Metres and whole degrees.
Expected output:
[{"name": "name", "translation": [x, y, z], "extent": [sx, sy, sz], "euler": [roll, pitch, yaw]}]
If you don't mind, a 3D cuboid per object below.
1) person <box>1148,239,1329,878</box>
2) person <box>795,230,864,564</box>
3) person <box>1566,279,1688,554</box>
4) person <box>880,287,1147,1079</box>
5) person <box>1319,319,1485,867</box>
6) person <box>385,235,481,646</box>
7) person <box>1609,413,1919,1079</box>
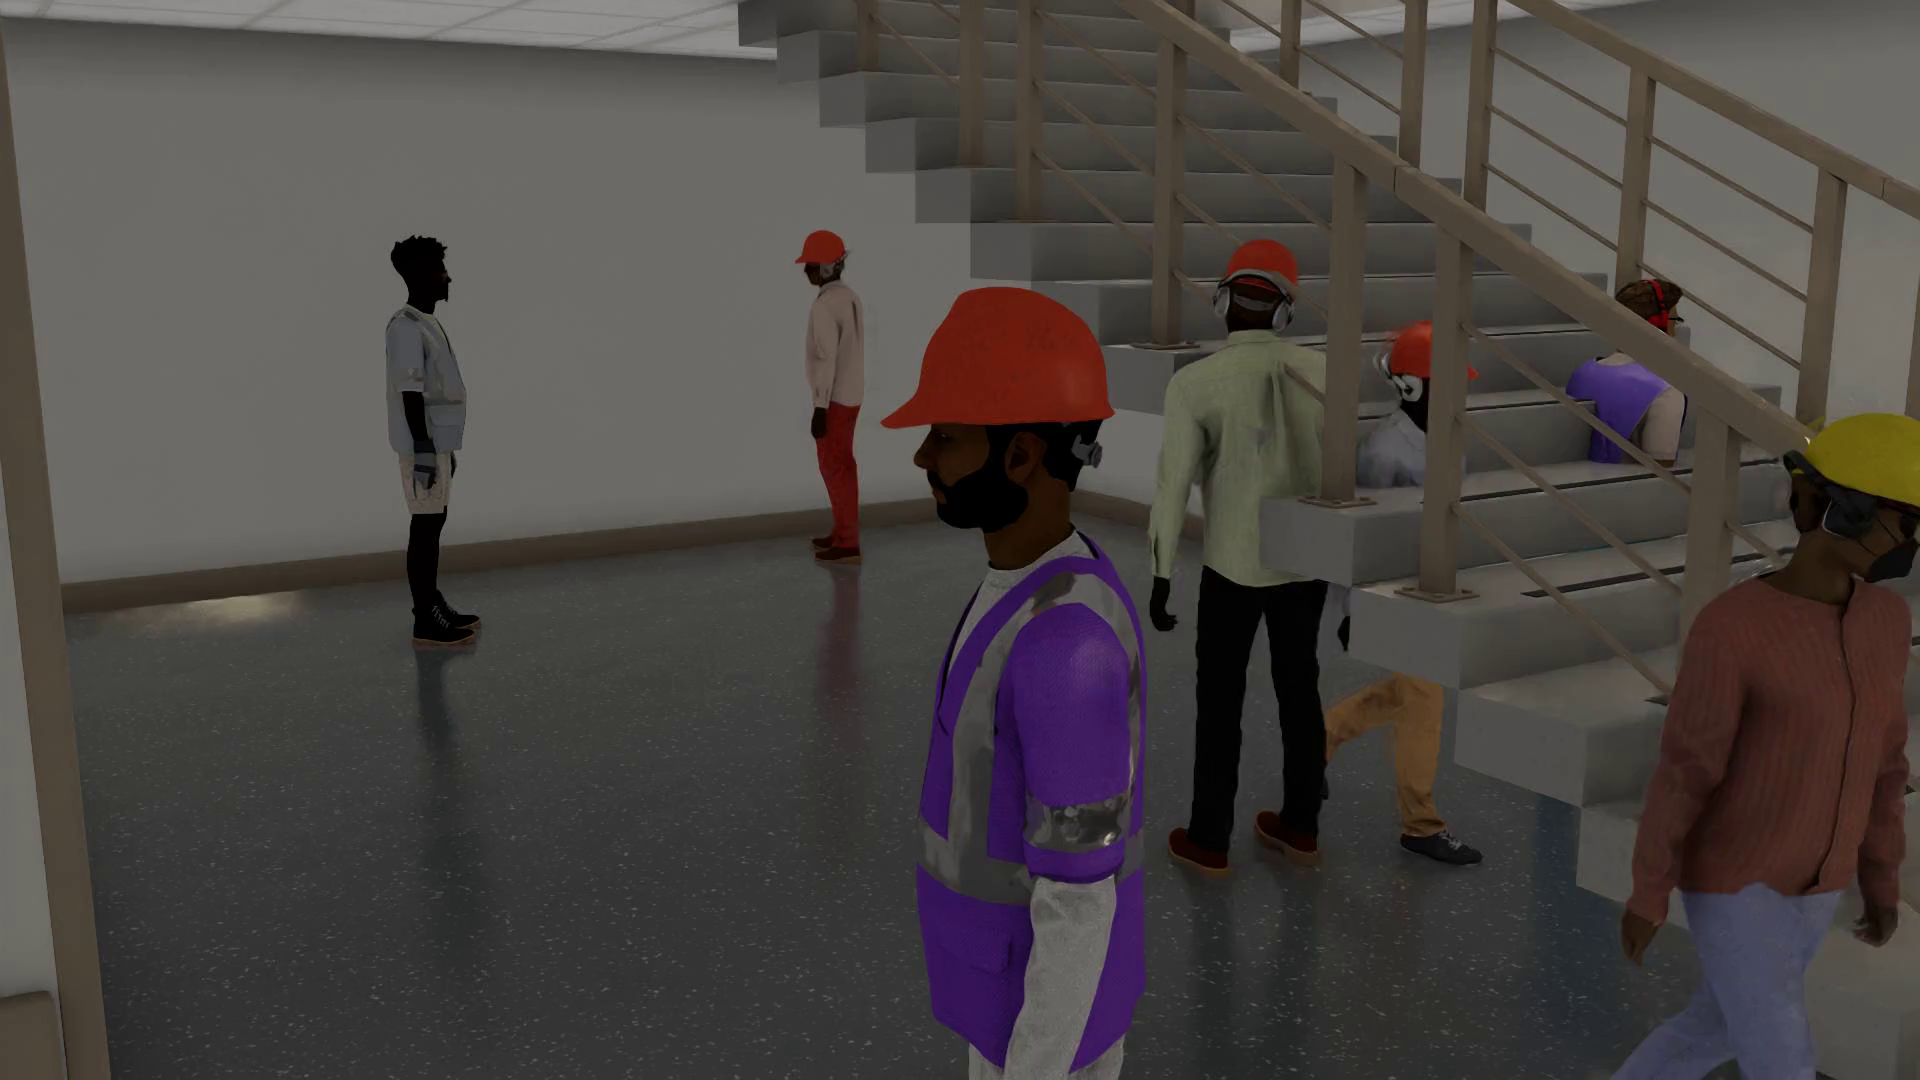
[{"name": "person", "translation": [0.894, 0.067, 5.177], "extent": [0.678, 1.974, 0.440], "euler": [-3, 11, -16]}, {"name": "person", "translation": [-0.766, -0.859, 10.008], "extent": [0.411, 1.993, 0.637], "euler": [3, 11, 16]}, {"name": "person", "translation": [2.289, 0.011, 5.850], "extent": [0.394, 1.834, 0.561], "euler": [-3, 11, -14]}, {"name": "person", "translation": [0.075, 0.625, 2.333], "extent": [0.358, 1.938, 0.542], "euler": [-1, 11, -4]}, {"name": "person", "translation": [1.398, 0.145, 5.396], "extent": [0.705, 1.730, 0.553], "euler": [9, 14, 38]}, {"name": "person", "translation": [-2.560, -0.476, 8.039], "extent": [0.367, 1.966, 0.606], "euler": [-2, 11, -9]}, {"name": "person", "translation": [1.475, 0.607, 3.056], "extent": [0.555, 1.705, 0.904], "euler": [-5, 12, -24]}]
